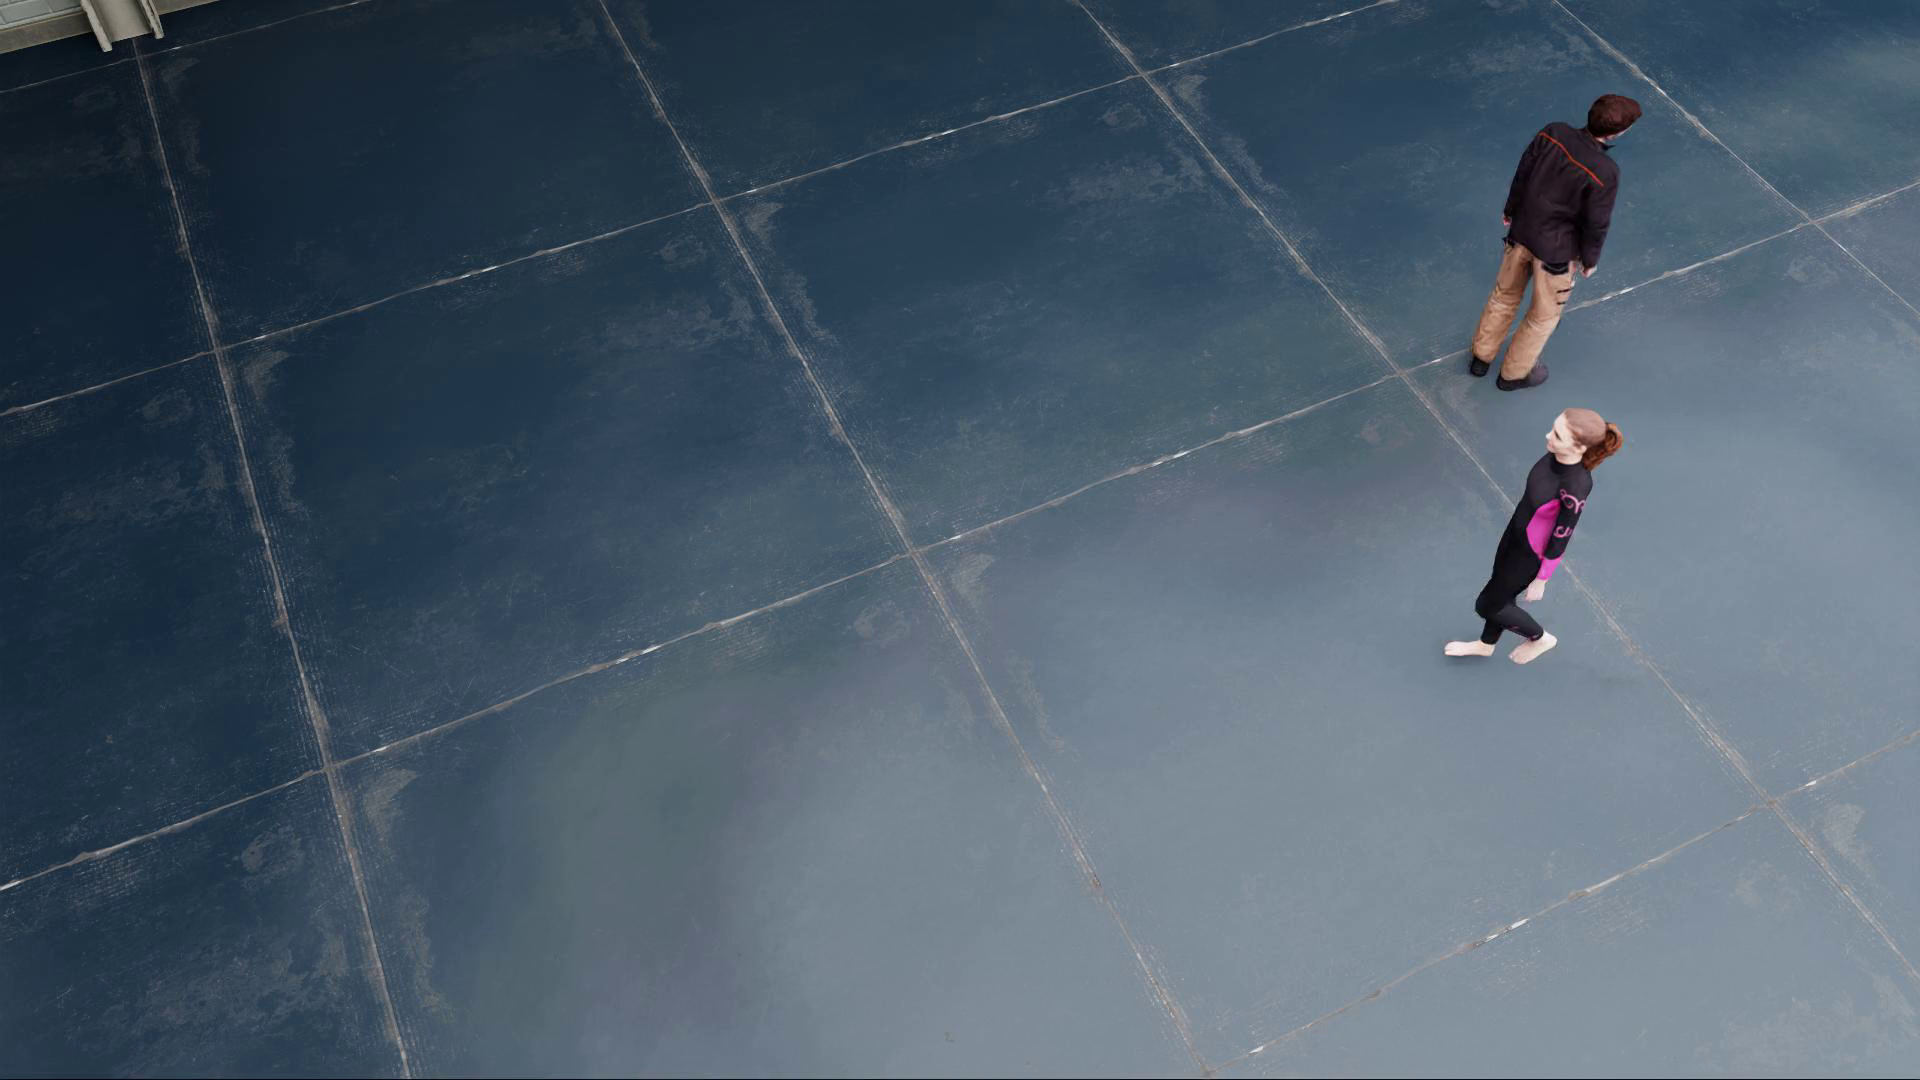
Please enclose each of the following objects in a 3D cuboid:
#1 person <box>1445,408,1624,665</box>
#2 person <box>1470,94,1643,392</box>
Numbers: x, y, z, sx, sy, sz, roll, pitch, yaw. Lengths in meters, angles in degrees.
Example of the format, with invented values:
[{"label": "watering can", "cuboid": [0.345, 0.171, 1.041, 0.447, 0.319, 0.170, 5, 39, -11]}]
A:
[{"label": "person", "cuboid": [2.647, 0.042, 7.485, 0.834, 1.738, 0.755, 4, 52, 3]}, {"label": "person", "cuboid": [3.033, -1.557, 8.622, 0.779, 1.899, 0.689, 33, 59, 23]}]
